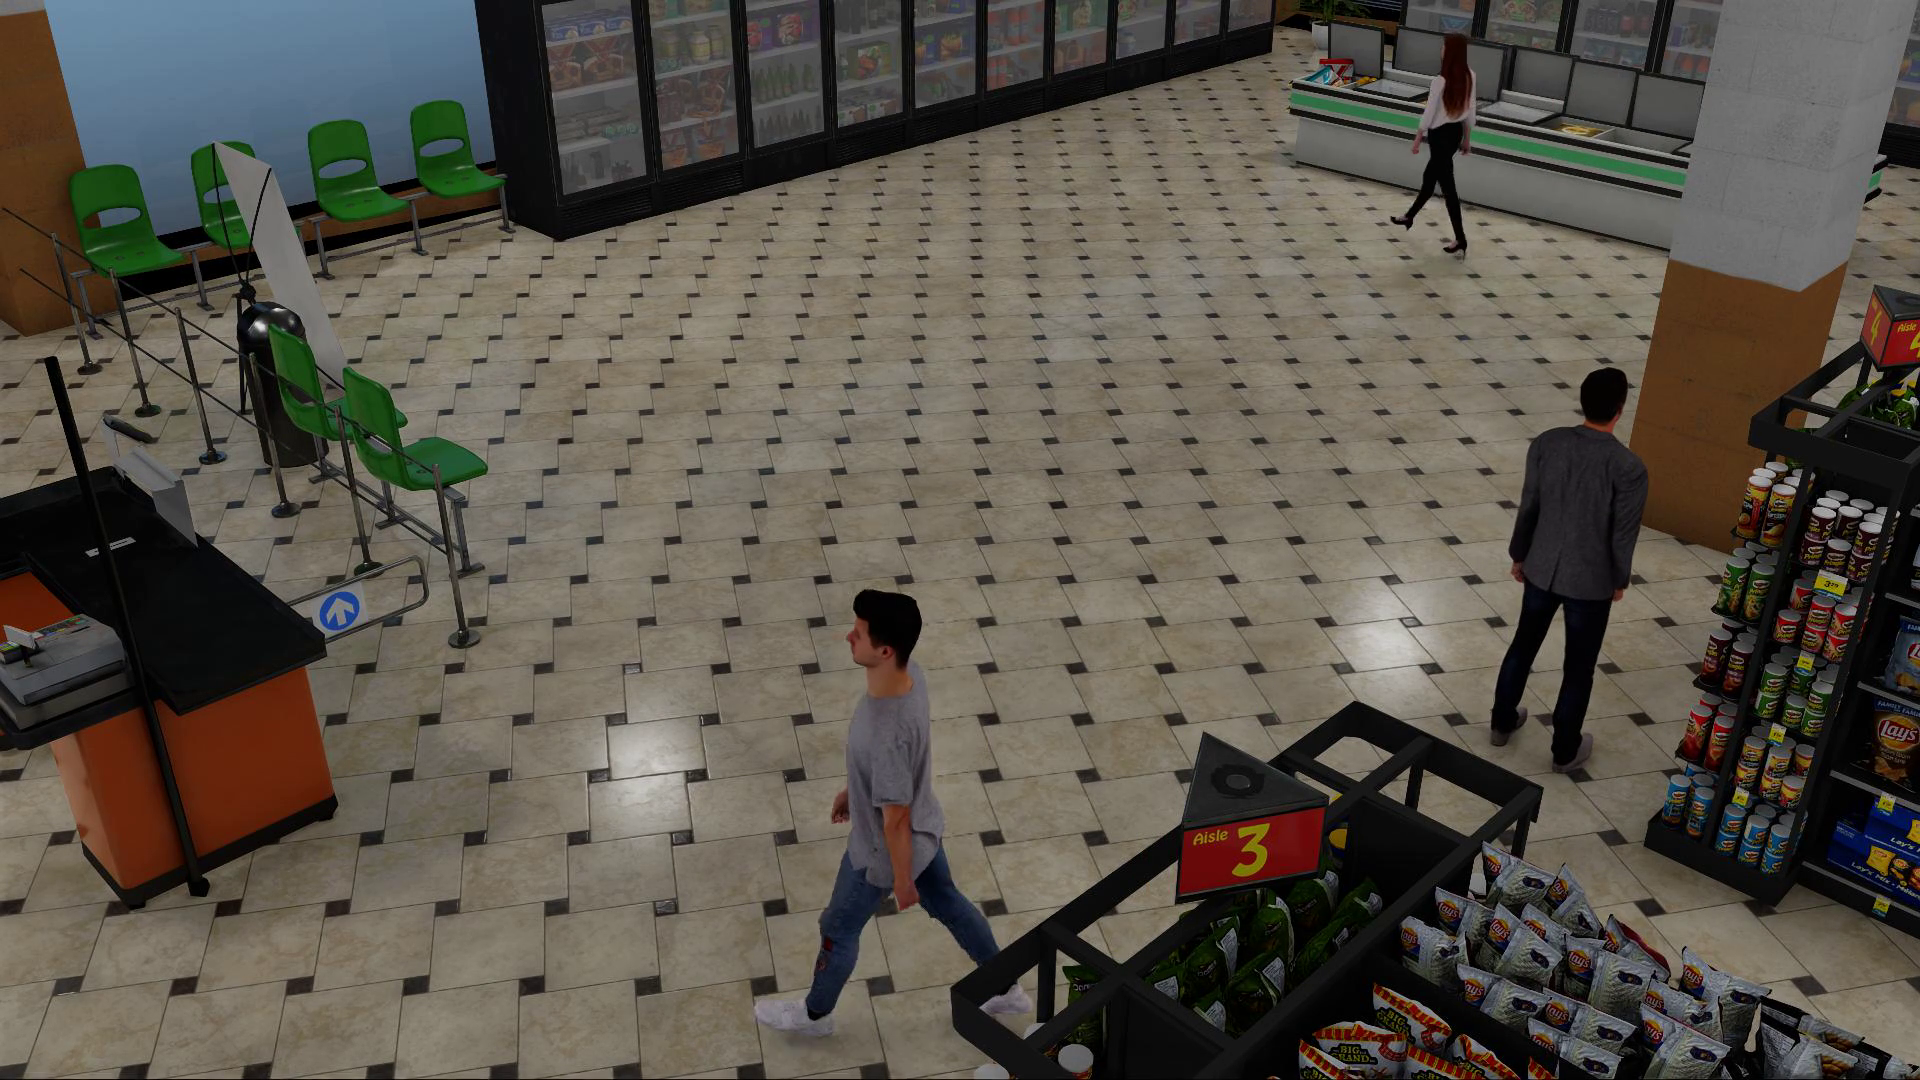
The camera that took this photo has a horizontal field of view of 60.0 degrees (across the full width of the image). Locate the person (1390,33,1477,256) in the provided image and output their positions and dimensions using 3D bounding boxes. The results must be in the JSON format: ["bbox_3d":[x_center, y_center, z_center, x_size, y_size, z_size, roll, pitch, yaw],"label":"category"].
[{"bbox_3d":[3.958,-3.128,13.398,0.828,1.699,1.228,-16,32,-27],"label":"person"}]

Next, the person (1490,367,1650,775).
[{"bbox_3d":[2.651,0.142,7.232,0.729,1.868,0.525,-24,37,-37],"label":"person"}]

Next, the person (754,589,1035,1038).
[{"bbox_3d":[-0.132,1.002,5.685,1.315,1.841,1.164,3,29,5],"label":"person"}]
